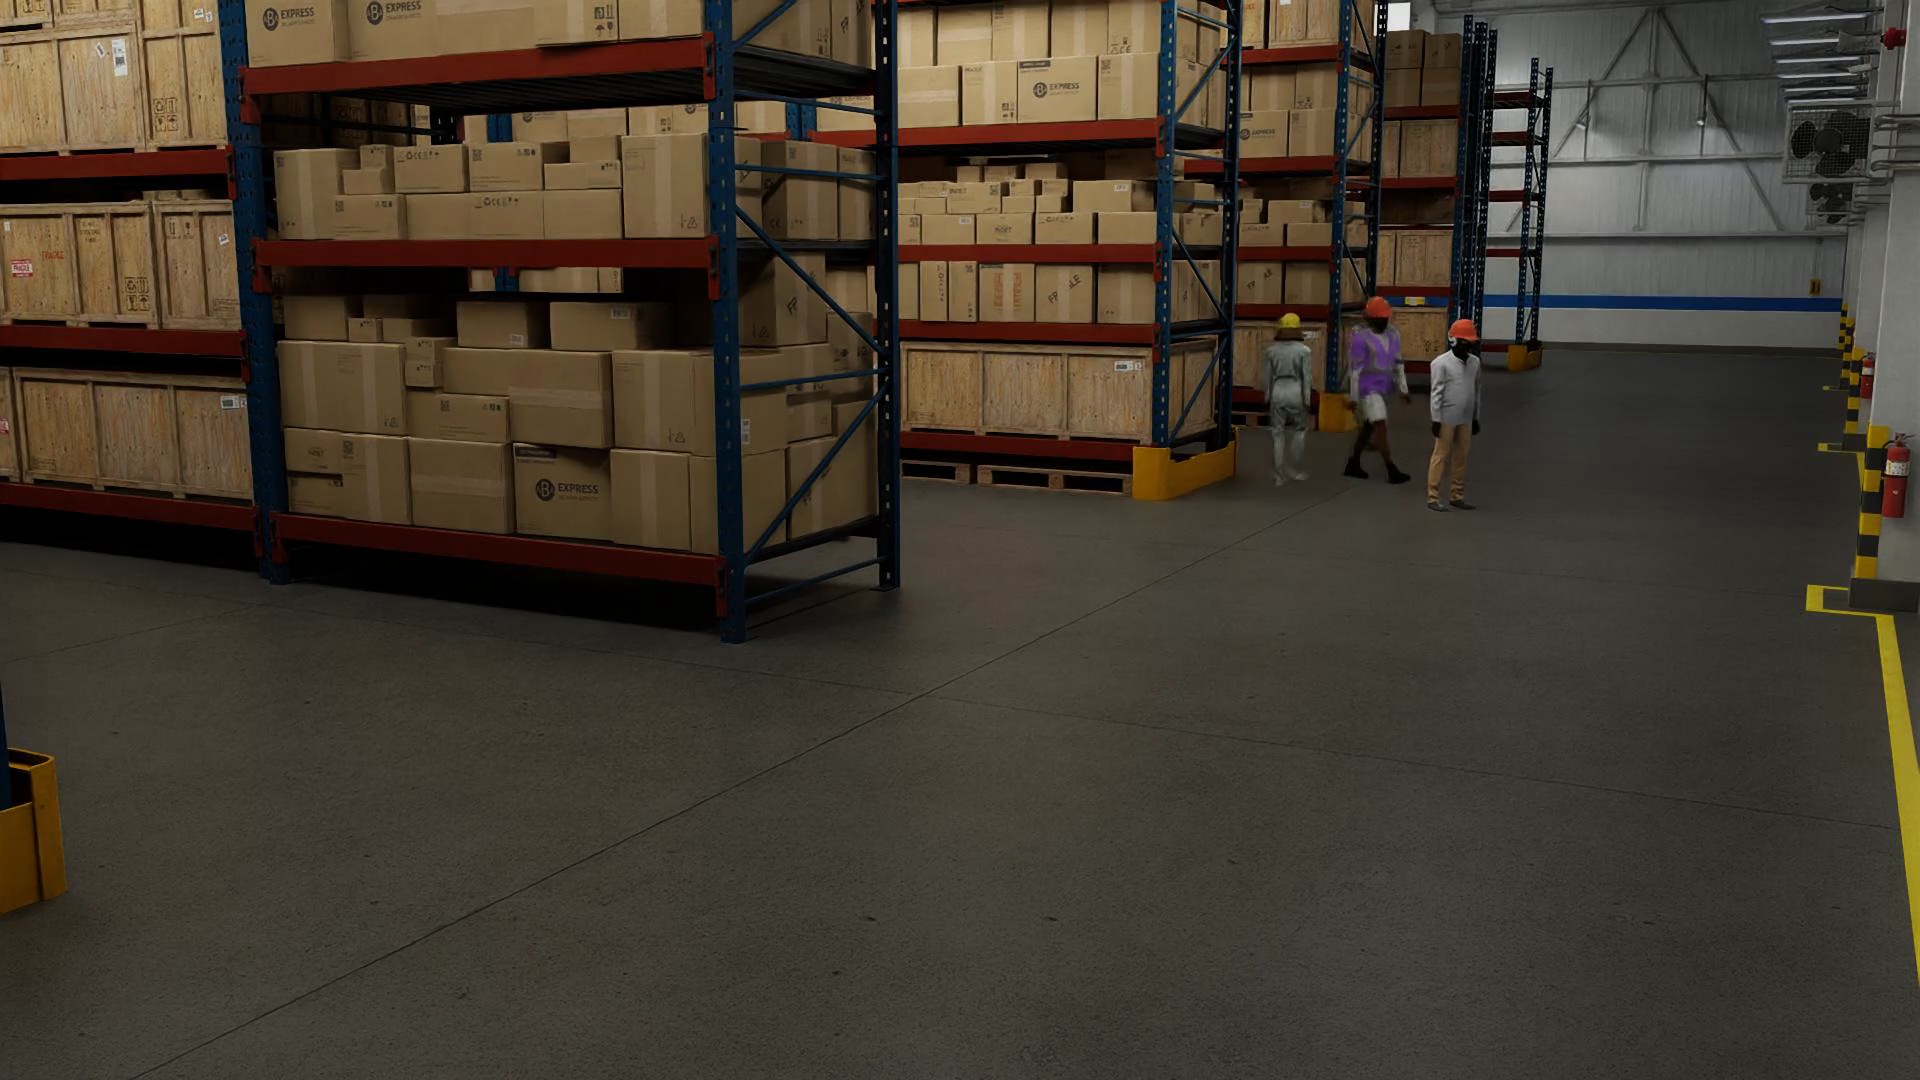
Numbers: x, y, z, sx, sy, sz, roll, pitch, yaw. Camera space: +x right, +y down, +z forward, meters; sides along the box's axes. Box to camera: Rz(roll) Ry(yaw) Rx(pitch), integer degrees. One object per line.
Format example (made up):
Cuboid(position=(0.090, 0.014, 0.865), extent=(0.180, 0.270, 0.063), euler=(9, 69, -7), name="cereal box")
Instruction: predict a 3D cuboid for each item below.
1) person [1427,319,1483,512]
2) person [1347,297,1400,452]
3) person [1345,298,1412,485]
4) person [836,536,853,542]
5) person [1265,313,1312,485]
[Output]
Cuboid(position=(4.488, -1.116, 15.005), extent=(0.575, 1.742, 0.363), euler=(-5, 11, -27), name="person")
Cuboid(position=(4.836, -1.937, 19.510), extent=(0.617, 1.821, 0.426), euler=(5, 11, 29), name="person")
Cuboid(position=(4.265, -1.518, 16.945), extent=(0.551, 1.880, 0.979), euler=(-7, 12, -34), name="person")
Cuboid(position=(-1.139, -0.916, 13.303), extent=(0.656, 1.919, 0.746), euler=(-7, 12, -36), name="person")
Cuboid(position=(3.349, -1.434, 16.867), extent=(0.513, 1.716, 0.685), euler=(5, 11, 27), name="person")
